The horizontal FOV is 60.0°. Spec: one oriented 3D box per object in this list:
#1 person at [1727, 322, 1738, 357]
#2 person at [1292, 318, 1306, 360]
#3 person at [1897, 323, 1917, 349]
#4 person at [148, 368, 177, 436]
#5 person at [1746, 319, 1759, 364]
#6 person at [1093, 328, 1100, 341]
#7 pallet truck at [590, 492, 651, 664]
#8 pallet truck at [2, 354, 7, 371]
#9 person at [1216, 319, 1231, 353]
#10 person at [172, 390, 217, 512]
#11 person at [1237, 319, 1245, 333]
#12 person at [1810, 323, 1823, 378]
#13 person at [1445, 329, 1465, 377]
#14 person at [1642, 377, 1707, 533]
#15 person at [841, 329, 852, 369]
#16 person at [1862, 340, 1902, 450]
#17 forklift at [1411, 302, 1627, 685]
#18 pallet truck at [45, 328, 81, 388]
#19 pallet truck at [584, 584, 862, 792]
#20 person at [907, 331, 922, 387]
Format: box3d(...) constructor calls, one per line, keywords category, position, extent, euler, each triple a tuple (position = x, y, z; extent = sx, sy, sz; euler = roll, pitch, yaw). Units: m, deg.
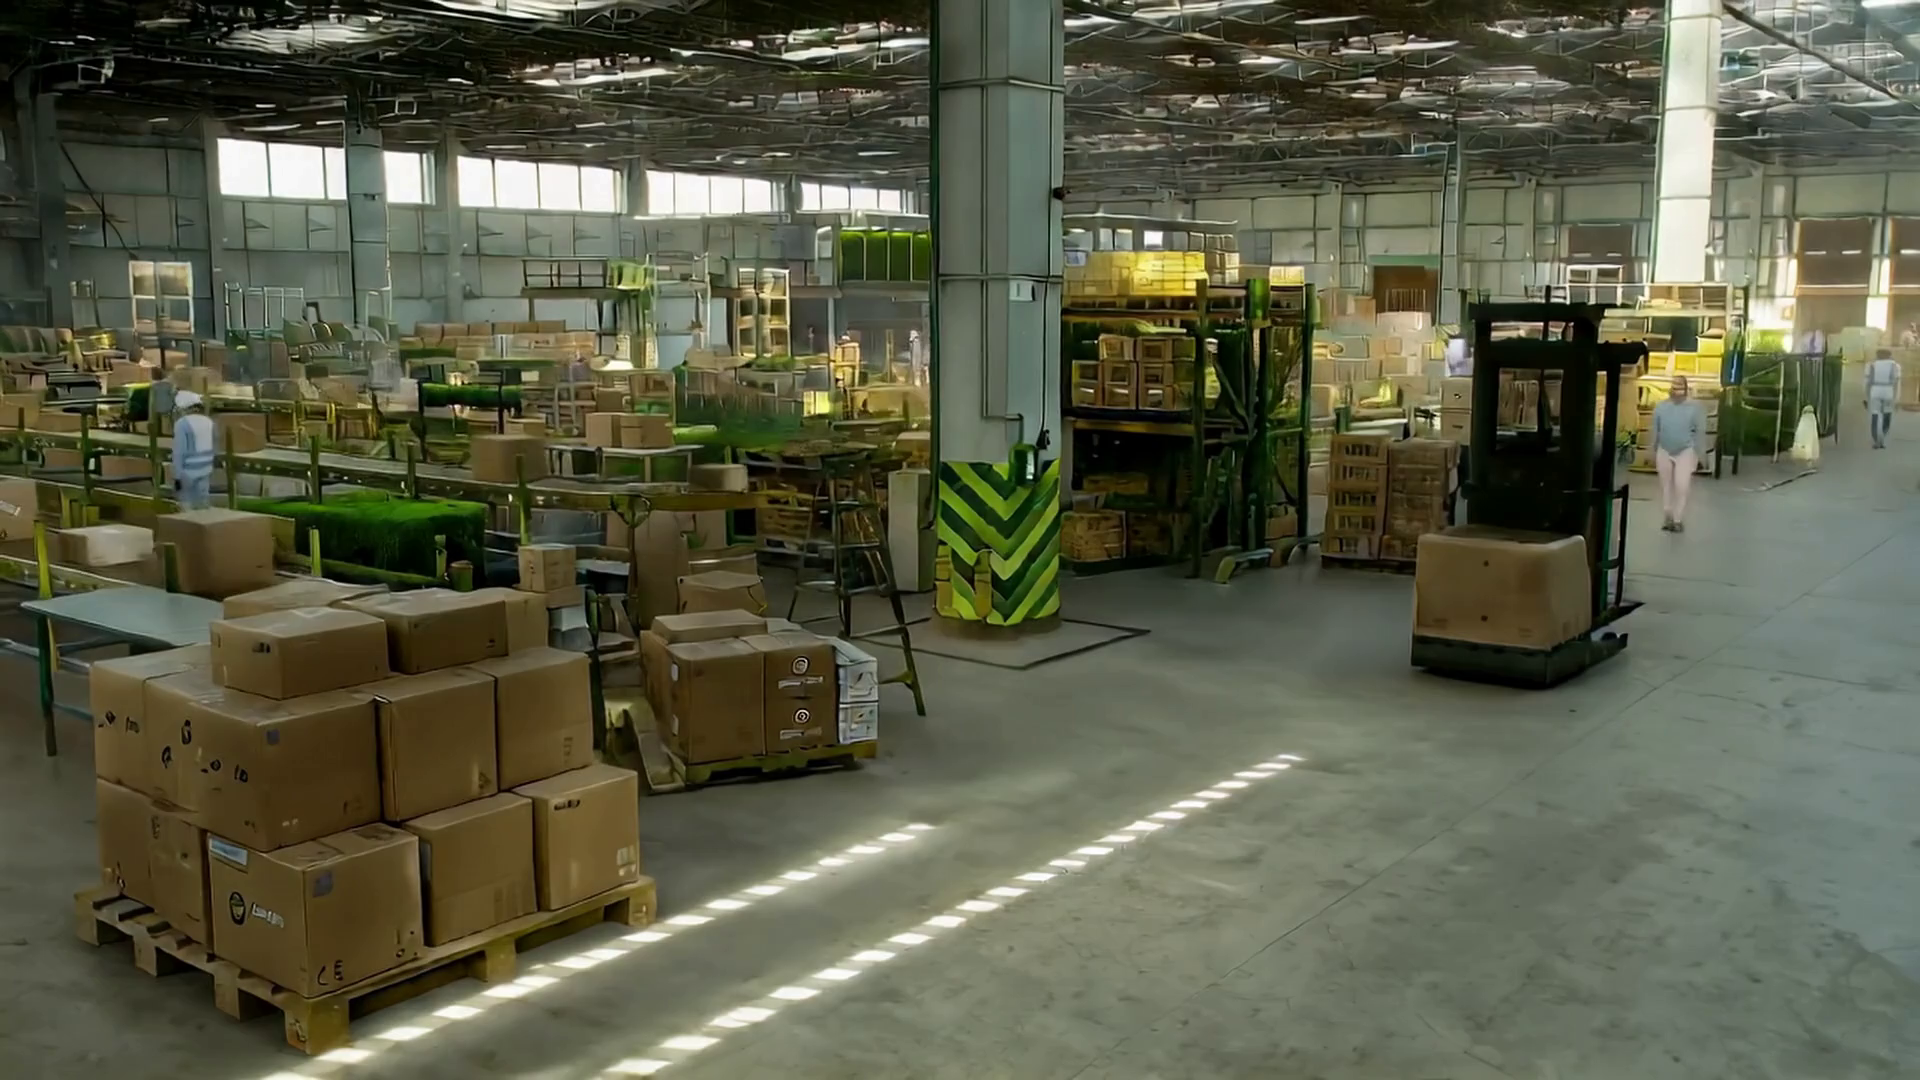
box3d(category="person", position=(26.851, -6.669, 58.189), extent=(0.990, 1.903, 0.607), euler=(1, 8, 6))
box3d(category="person", position=(14.249, -8.397, 69.912), extent=(0.593, 1.864, 0.626), euler=(5, 10, 29))
box3d(category="person", position=(27.503, -5.276, 48.281), extent=(0.536, 2.000, 0.688), euler=(8, 11, 42))
box3d(category="person", position=(-13.799, -2.188, 28.919), extent=(0.632, 1.617, 0.508), euler=(5, 10, 28))
box3d(category="person", position=(32.536, -8.148, 68.294), extent=(0.509, 1.856, 0.449), euler=(-5, 10, -33))
box3d(category="person", position=(4.284, -5.776, 52.471), extent=(0.871, 1.796, 0.607), euler=(7, 11, 41))
box3d(category="pallet truck", position=(-3.115, 0.344, 12.883), extent=(0.653, 1.274, 1.630), euler=(7, 11, 37))
box3d(category="pallet truck", position=(-24.881, -4.417, 42.634), extent=(1.885, 1.965, 0.823), euler=(8, 11, 41))
box3d(category="person", position=(9.488, -7.016, 60.164), extent=(0.619, 1.992, 0.396), euler=(7, 11, 39))
box3d(category="person", position=(-8.585, -0.772, 18.685), extent=(0.480, 1.815, 0.616), euler=(3, 9, 22))
box3d(category="person", position=(11.610, -8.220, 68.529), extent=(0.400, 1.928, 0.542), euler=(4, 9, 23))
box3d(category="person", position=(29.432, -6.494, 57.078), extent=(0.520, 1.863, 0.621), euler=(0, 8, 2))
box3d(category="person", position=(14.321, -5.173, 48.171), extent=(0.550, 1.863, 1.060), euler=(1, 8, 5))
box3d(category="person", position=(8.610, -1.023, 20.135), extent=(0.685, 1.879, 0.773), euler=(7, 11, 38))
box3d(category="person", position=(-3.630, -5.927, 53.686), extent=(0.314, 1.740, 0.484), euler=(5, 10, 30))
box3d(category="person", position=(17.081, -2.679, 30.818), extent=(0.646, 2.025, 0.558), euler=(5, 10, 33))
box3d(category="forklift", position=(4.379, -0.438, 12.852), extent=(1.129, 2.768, 1.873), euler=(7, 11, 37))
box3d(category="pallet truck", position=(-23.775, -4.544, 43.495), extent=(1.885, 1.965, 0.823), euler=(6, 10, 35))
box3d(category="pallet truck", position=(-1.426, 0.805, 10.019), extent=(1.601, 1.201, 0.680), euler=(-4, 9, -26))
box3d(category="person", position=(-1.188, -4.348, 42.383), extent=(0.377, 1.932, 0.552), euler=(4, 9, 25))
